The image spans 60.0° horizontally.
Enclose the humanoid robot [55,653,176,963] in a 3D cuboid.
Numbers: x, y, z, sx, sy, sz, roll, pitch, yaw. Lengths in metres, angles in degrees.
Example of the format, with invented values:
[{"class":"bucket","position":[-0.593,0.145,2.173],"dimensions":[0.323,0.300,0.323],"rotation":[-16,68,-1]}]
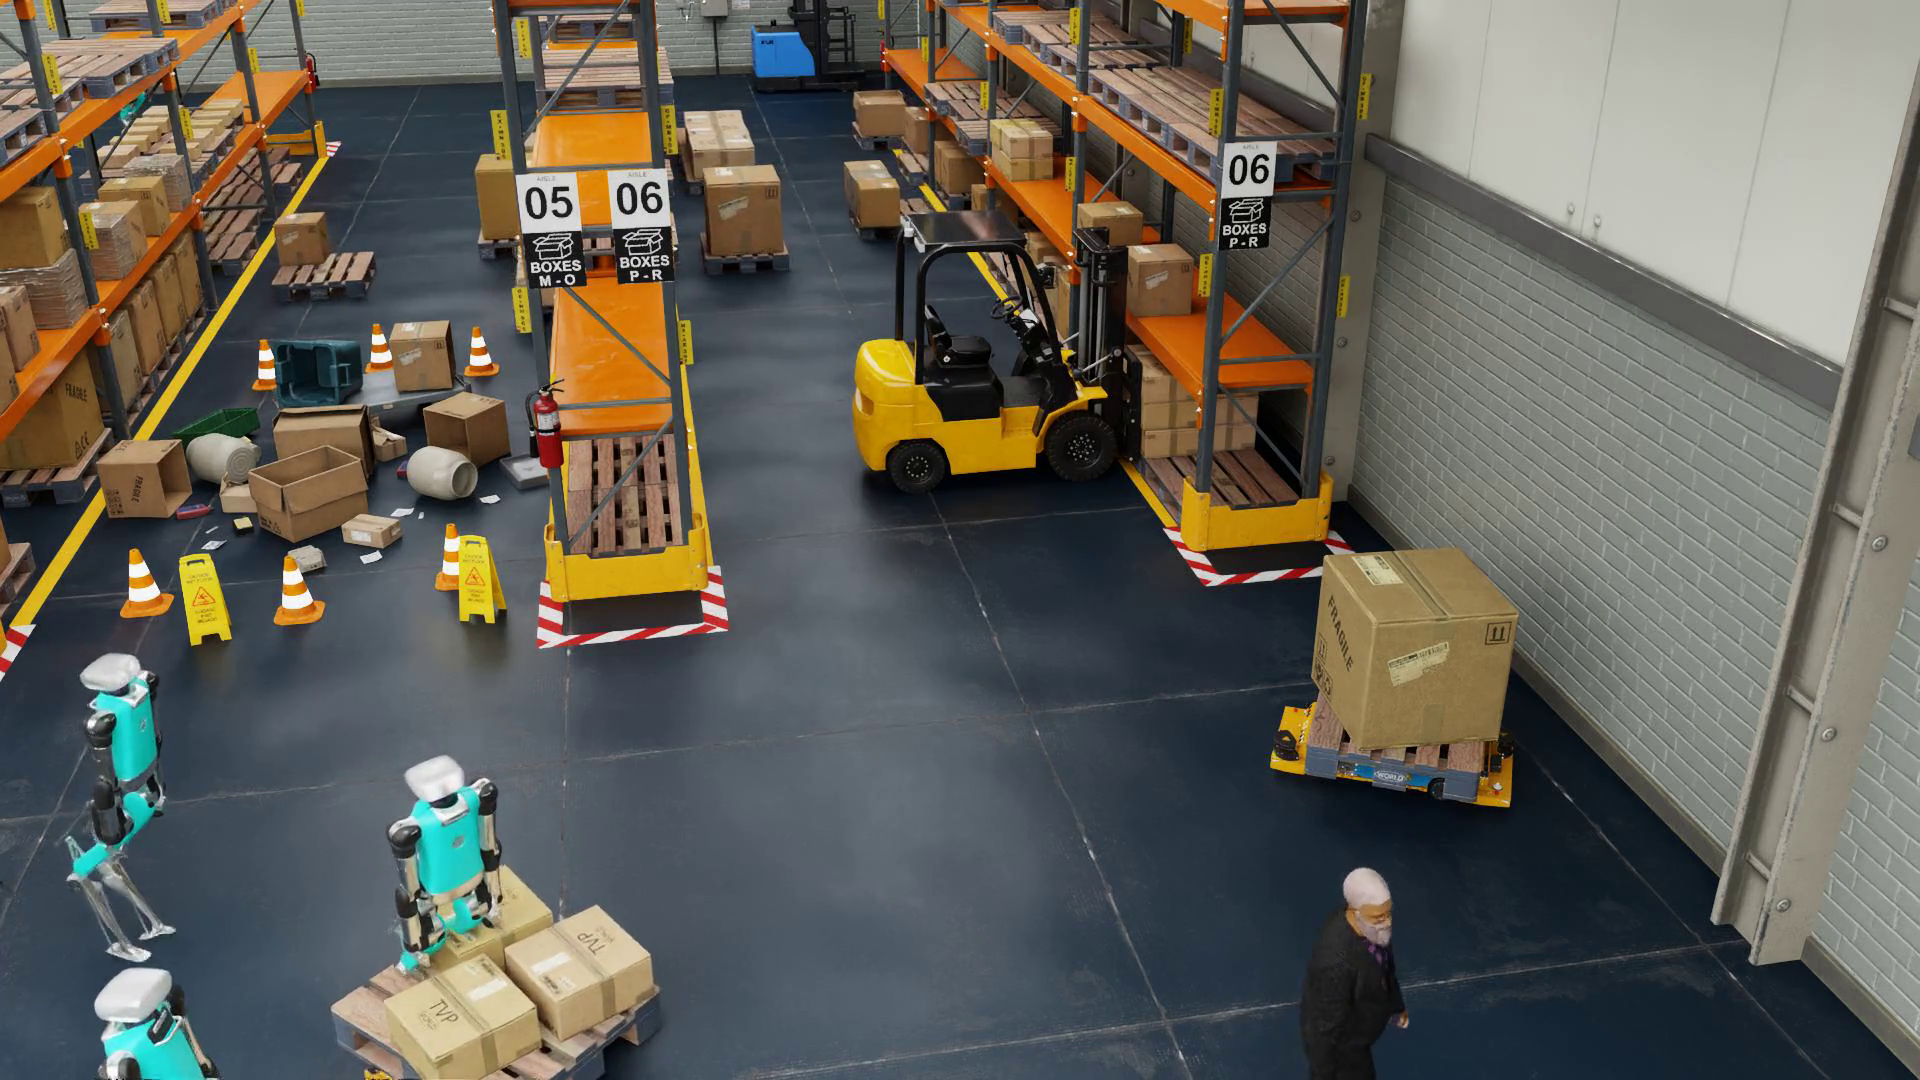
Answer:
[{"class":"humanoid robot","position":[-4.390,1.374,8.546],"dimensions":[0.693,1.761,0.533],"rotation":[2,26,5]}]

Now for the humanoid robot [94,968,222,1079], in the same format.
[{"class":"humanoid robot","position":[-2.738,2.446,6.446],"dimensions":[0.815,1.850,0.555],"rotation":[-2,26,-5]}]

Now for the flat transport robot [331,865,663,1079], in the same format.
[{"class":"flat transport robot","position":[-2.189,2.440,8.047],"dimensions":[0.659,0.231,1.431],"rotation":[17,30,31]}]

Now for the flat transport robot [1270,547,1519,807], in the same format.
[{"class":"flat transport robot","position":[2.709,1.312,10.398],"dimensions":[1.431,0.231,0.659],"rotation":[8,27,16]}]

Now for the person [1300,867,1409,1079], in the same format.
[{"class":"person","position":[1.662,2.097,6.959],"dimensions":[0.573,1.828,0.639],"rotation":[11,28,22]}]

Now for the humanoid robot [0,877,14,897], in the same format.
[{"class":"humanoid robot","position":[-4.879,1.702,7.964],"dimensions":[0.522,1.650,0.593],"rotation":[16,30,30]}]

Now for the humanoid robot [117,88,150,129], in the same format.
[{"class":"humanoid robot","position":[-12.899,-6.868,25.768],"dimensions":[0.820,1.801,0.569],"rotation":[3,26,7]}]

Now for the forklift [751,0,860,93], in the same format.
[{"class":"forklift","position":[-2.872,-9.679,30.288],"dimensions":[1.873,2.768,1.129],"rotation":[-5,26,-10]}]

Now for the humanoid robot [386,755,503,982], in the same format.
[{"class":"humanoid robot","position":[-2.482,1.714,7.839],"dimensions":[0.730,1.761,0.535],"rotation":[21,32,36]}]

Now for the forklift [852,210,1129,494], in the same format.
[{"class":"forklift","position":[0.216,-1.659,14.366],"dimensions":[2.313,2.155,1.214],"rotation":[-5,26,-10]}]
